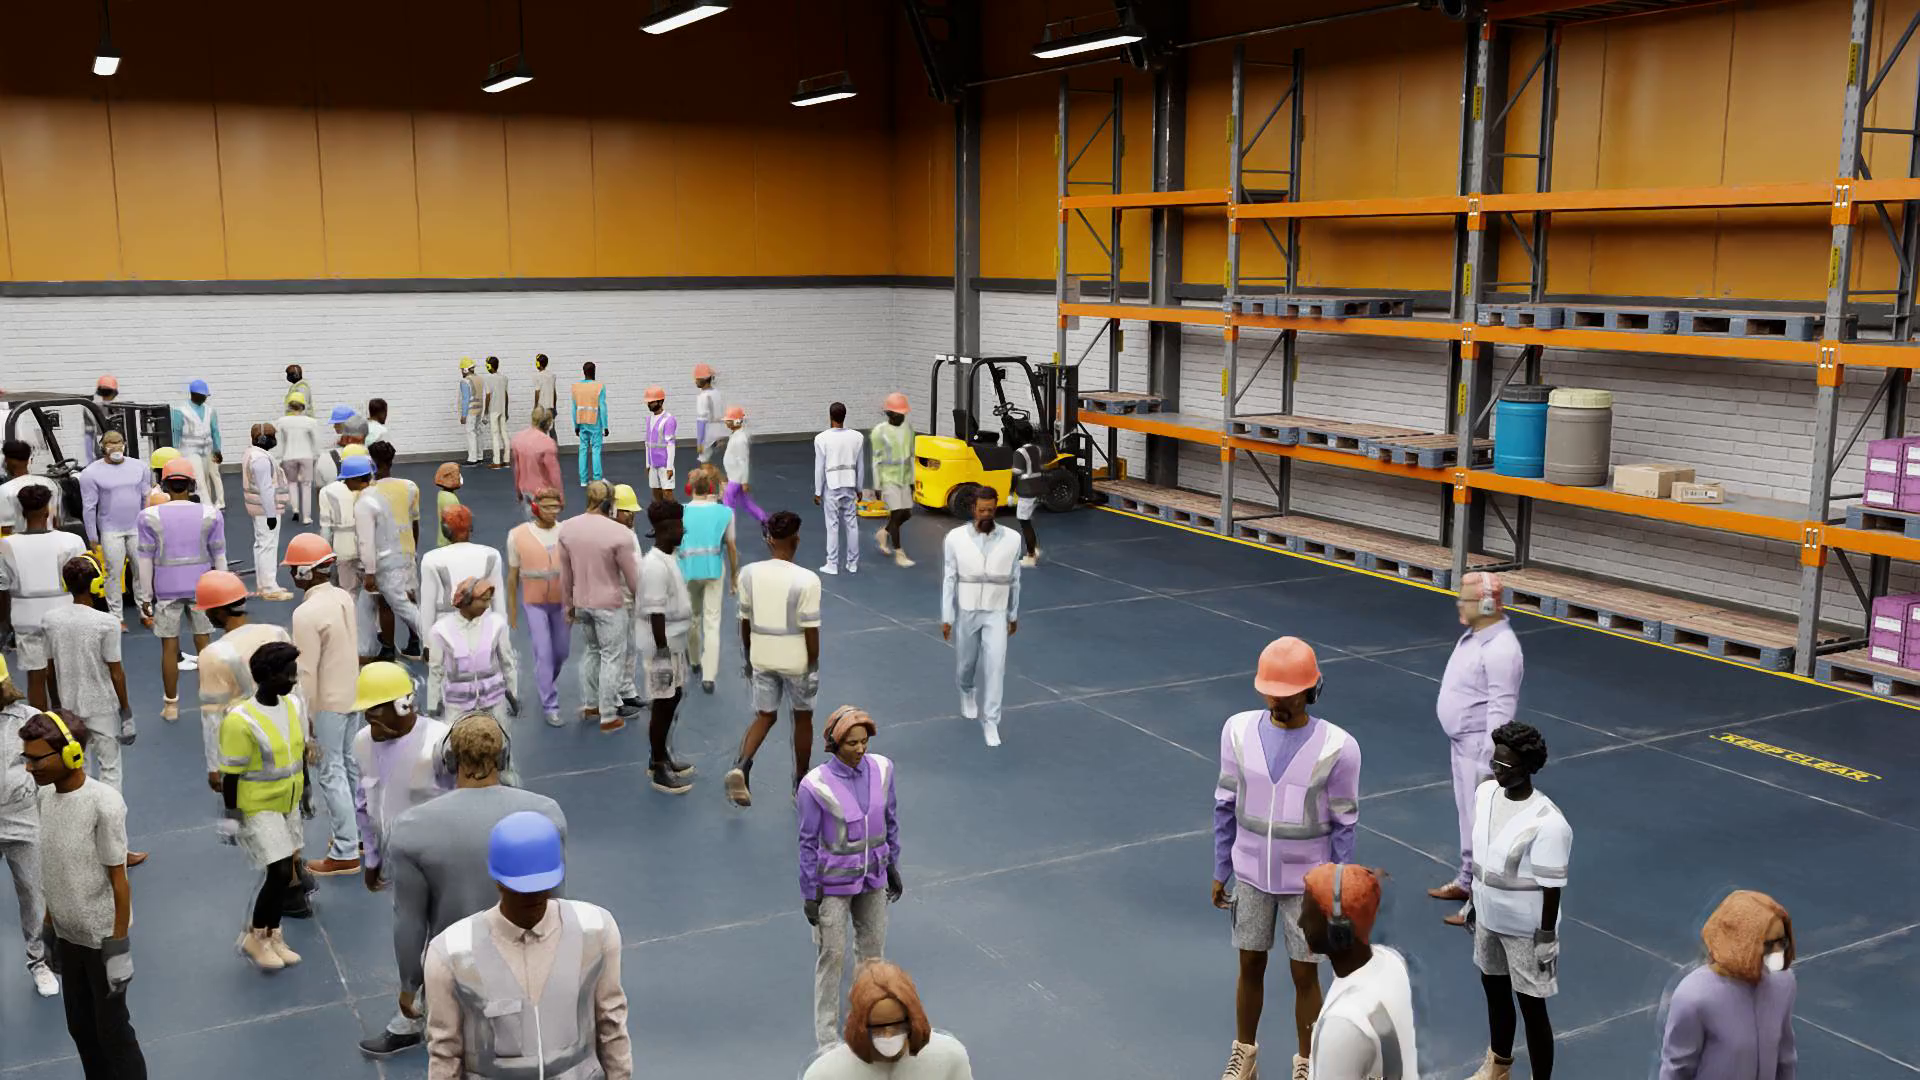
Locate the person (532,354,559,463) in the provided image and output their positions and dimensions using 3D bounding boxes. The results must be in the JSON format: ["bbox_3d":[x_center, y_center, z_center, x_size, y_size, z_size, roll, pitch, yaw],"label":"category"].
[{"bbox_3d":[-7.005,-2.203,28.044,0.310,1.868,0.532,6,12,32],"label":"person"}]

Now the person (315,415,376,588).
[{"bbox_3d":[-5.827,-0.219,16.122,0.698,2.000,0.567,0,10,1],"label":"person"}]

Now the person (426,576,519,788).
[{"bbox_3d":[-3.017,1.011,10.295,0.581,1.609,0.581,-5,11,-28],"label":"person"}]

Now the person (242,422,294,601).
[{"bbox_3d":[-7.134,-0.296,17.142,0.429,1.840,0.637,-6,11,-31],"label":"person"}]

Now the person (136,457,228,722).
[{"bbox_3d":[-5.935,0.379,12.737,0.612,2.029,0.409,-6,11,-30],"label":"person"}]

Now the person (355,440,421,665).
[{"bbox_3d":[-4.947,0.115,14.412,0.372,1.966,0.603,8,12,37],"label":"person"}]

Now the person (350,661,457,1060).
[{"bbox_3d":[-2.432,1.393,7.606,0.606,1.784,0.829,5,11,29],"label":"person"}]

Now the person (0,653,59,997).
[{"bbox_3d":[-4.561,1.358,7.904,0.493,1.741,0.316,-6,11,-30],"label":"person"}]

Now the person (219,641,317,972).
[{"bbox_3d":[-3.410,1.326,8.271,0.395,1.667,0.562,3,10,17],"label":"person"}]

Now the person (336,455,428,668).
[{"bbox_3d":[-4.885,0.192,14.267,1.001,1.885,0.603,-2,10,-11],"label":"person"}]

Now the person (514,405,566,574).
[{"bbox_3d":[-4.570,-0.520,18.188,0.655,1.923,0.480,8,12,37],"label":"person"}]

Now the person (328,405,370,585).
[{"bbox_3d":[-6.570,-0.487,17.942,0.615,1.943,0.405,9,13,41],"label":"person"}]

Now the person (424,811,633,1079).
[{"bbox_3d":[-1.302,1.750,5.085,0.608,1.940,0.416,-5,11,-25],"label":"person"}]

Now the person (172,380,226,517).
[{"bbox_3d":[-10.058,-1.174,22.067,1.001,1.882,0.632,5,11,26],"label":"person"}]

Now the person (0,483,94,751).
[{"bbox_3d":[-6.495,0.571,11.790,0.648,1.962,0.366,-4,11,-22],"label":"person"}]

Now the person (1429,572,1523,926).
[{"bbox_3d":[2.750,1.109,8.897,0.402,1.902,0.679,1,10,3],"label":"person"}]

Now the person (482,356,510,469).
[{"bbox_3d":[-7.676,-2.104,27.484,0.329,1.866,0.514,6,12,32],"label":"person"}]

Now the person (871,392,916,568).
[{"bbox_3d":[-0.786,-0.696,18.981,0.638,2.007,0.714,-8,13,-39],"label":"person"}]

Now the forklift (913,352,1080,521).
[{"bbox_3d":[0.460,-1.461,22.833,2.313,2.155,1.214,-5,11,-28],"label":"forklift"}]

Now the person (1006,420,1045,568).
[{"bbox_3d":[0.753,-0.523,18.891,0.389,1.674,0.557,6,11,29],"label":"person"}]

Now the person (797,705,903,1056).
[{"bbox_3d":[-0.489,1.516,7.319,0.524,1.631,0.319,-8,13,-40],"label":"person"}]

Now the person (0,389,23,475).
[{"bbox_3d":[-12.296,-1.044,21.402,0.805,1.861,0.586,6,11,30],"label":"person"}]

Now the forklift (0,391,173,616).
[{"bbox_3d":[-9.026,-0.363,16.508,1.214,2.155,2.313,6,11,29],"label":"forklift"}]

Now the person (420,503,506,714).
[{"bbox_3d":[-3.394,0.680,11.490,0.588,1.860,0.737,-7,12,-35],"label":"person"}]

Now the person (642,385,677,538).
[{"bbox_3d":[-3.756,-0.963,20.733,0.544,1.930,0.388,9,14,43],"label":"person"}]

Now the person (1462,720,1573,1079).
[{"bbox_3d":[2.278,1.567,6.868,0.320,1.693,0.539,-4,10,-20],"label":"person"}]

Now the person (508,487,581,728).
[{"bbox_3d":[-3.185,0.476,12.759,0.576,1.823,0.747,-6,11,-30],"label":"person"}]

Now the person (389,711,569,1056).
[{"bbox_3d":[-1.750,1.577,6.125,0.636,1.928,0.384,-5,11,-27],"label":"person"}]

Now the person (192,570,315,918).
[{"bbox_3d":[-3.789,1.097,8.938,0.578,1.899,0.556,3,10,19],"label":"person"}]

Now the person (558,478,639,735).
[{"bbox_3d":[-2.634,0.485,12.419,0.649,1.921,0.564,5,11,28],"label":"person"}]

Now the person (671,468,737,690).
[{"bbox_3d":[-2.148,0.300,13.830,0.590,1.791,0.987,-2,10,-11],"label":"person"}]

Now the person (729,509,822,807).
[{"bbox_3d":[-1.183,0.775,10.694,0.614,1.941,0.747,4,11,24],"label":"person"}]

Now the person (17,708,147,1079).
[{"bbox_3d":[-3.398,1.556,6.451,0.525,1.857,0.344,6,11,29],"label":"person"}]

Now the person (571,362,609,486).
[{"bbox_3d":[-5.648,-1.761,25.386,0.587,1.911,0.397,3,10,19],"label":"person"}]

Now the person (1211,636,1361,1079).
[{"bbox_3d":[1.322,1.389,6.870,0.607,2.041,0.377,6,11,29],"label":"person"}]

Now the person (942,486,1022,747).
[{"bbox_3d":[0.160,0.510,12.395,0.597,1.889,0.946,-1,10,-5],"label":"person"}]

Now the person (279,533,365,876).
[{"bbox_3d":[-3.688,0.937,9.662,0.423,1.981,0.635,0,10,1],"label":"person"}]

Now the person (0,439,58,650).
[{"bbox_3d":[-8.234,0.061,14.814,0.889,1.939,0.616,5,11,25],"label":"person"}]

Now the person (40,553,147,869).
[{"bbox_3d":[-5.018,1.005,9.607,0.516,1.861,0.321,2,10,11],"label":"person"}]

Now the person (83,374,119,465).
[{"bbox_3d":[-10.829,-1.094,21.204,0.624,2.027,0.731,-1,10,-8],"label":"person"}]

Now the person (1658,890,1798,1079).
[{"bbox_3d":[2.433,1.862,5.420,0.504,1.607,0.774,-5,11,-25],"label":"person"}]

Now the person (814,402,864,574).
[{"bbox_3d":[-1.342,-0.575,18.532,0.594,1.917,0.388,-5,11,-28],"label":"person"}]

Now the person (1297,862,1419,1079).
[{"bbox_3d":[1.041,1.830,4.872,0.886,1.846,0.604,4,11,21],"label":"person"}]

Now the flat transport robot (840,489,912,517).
[{"bbox_3d":[-1.266,-0.526,22.979,0.652,0.197,1.431,-5,11,-27],"label":"flat transport robot"}]

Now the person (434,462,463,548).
[{"bbox_3d":[-4.738,0.084,15.553,0.282,1.633,0.500,-5,11,-25],"label":"person"}]

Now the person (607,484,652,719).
[{"bbox_3d":[-2.612,0.470,12.803,0.403,1.819,0.602,2,10,9],"label":"person"}]

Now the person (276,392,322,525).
[{"bbox_3d":[-8.675,-1.074,21.870,0.548,1.751,0.394,-2,10,-10],"label":"person"}]

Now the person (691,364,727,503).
[{"bbox_3d":[-3.519,-1.444,23.210,0.444,2.025,0.642,3,10,17],"label":"person"}]

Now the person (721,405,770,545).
[{"bbox_3d":[-2.677,-0.803,20.398,0.825,1.724,0.558,-2,10,-11],"label":"person"}]

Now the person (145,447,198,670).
[{"bbox_3d":[-6.762,0.158,14.280,0.369,1.926,0.591,-4,11,-24],"label":"person"}]

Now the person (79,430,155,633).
[{"bbox_3d":[-7.894,-0.077,15.653,0.391,1.928,0.635,9,13,43],"label":"person"}]

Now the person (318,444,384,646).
[{"bbox_3d":[-5.313,0.111,14.662,0.624,1.894,0.677,-6,11,-29],"label":"person"}]

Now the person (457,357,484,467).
[{"bbox_3d":[-8.177,-2.138,27.777,0.404,1.830,0.588,2,10,10],"label":"person"}]

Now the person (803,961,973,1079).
[{"bbox_3d":[-0.158,1.981,4.738,0.516,1.595,0.783,-5,11,-25],"label":"person"}]

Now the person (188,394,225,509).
[{"bbox_3d":[-10.493,-1.282,23.068,0.526,1.758,0.343,5,11,28],"label":"person"}]

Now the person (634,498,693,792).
[{"bbox_3d":[-1.978,0.703,11.112,0.394,1.946,0.643,0,10,0],"label":"person"}]

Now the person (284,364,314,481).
[{"bbox_3d":[-10.326,-1.832,26.016,0.429,1.831,0.640,-5,11,-26],"label":"person"}]
